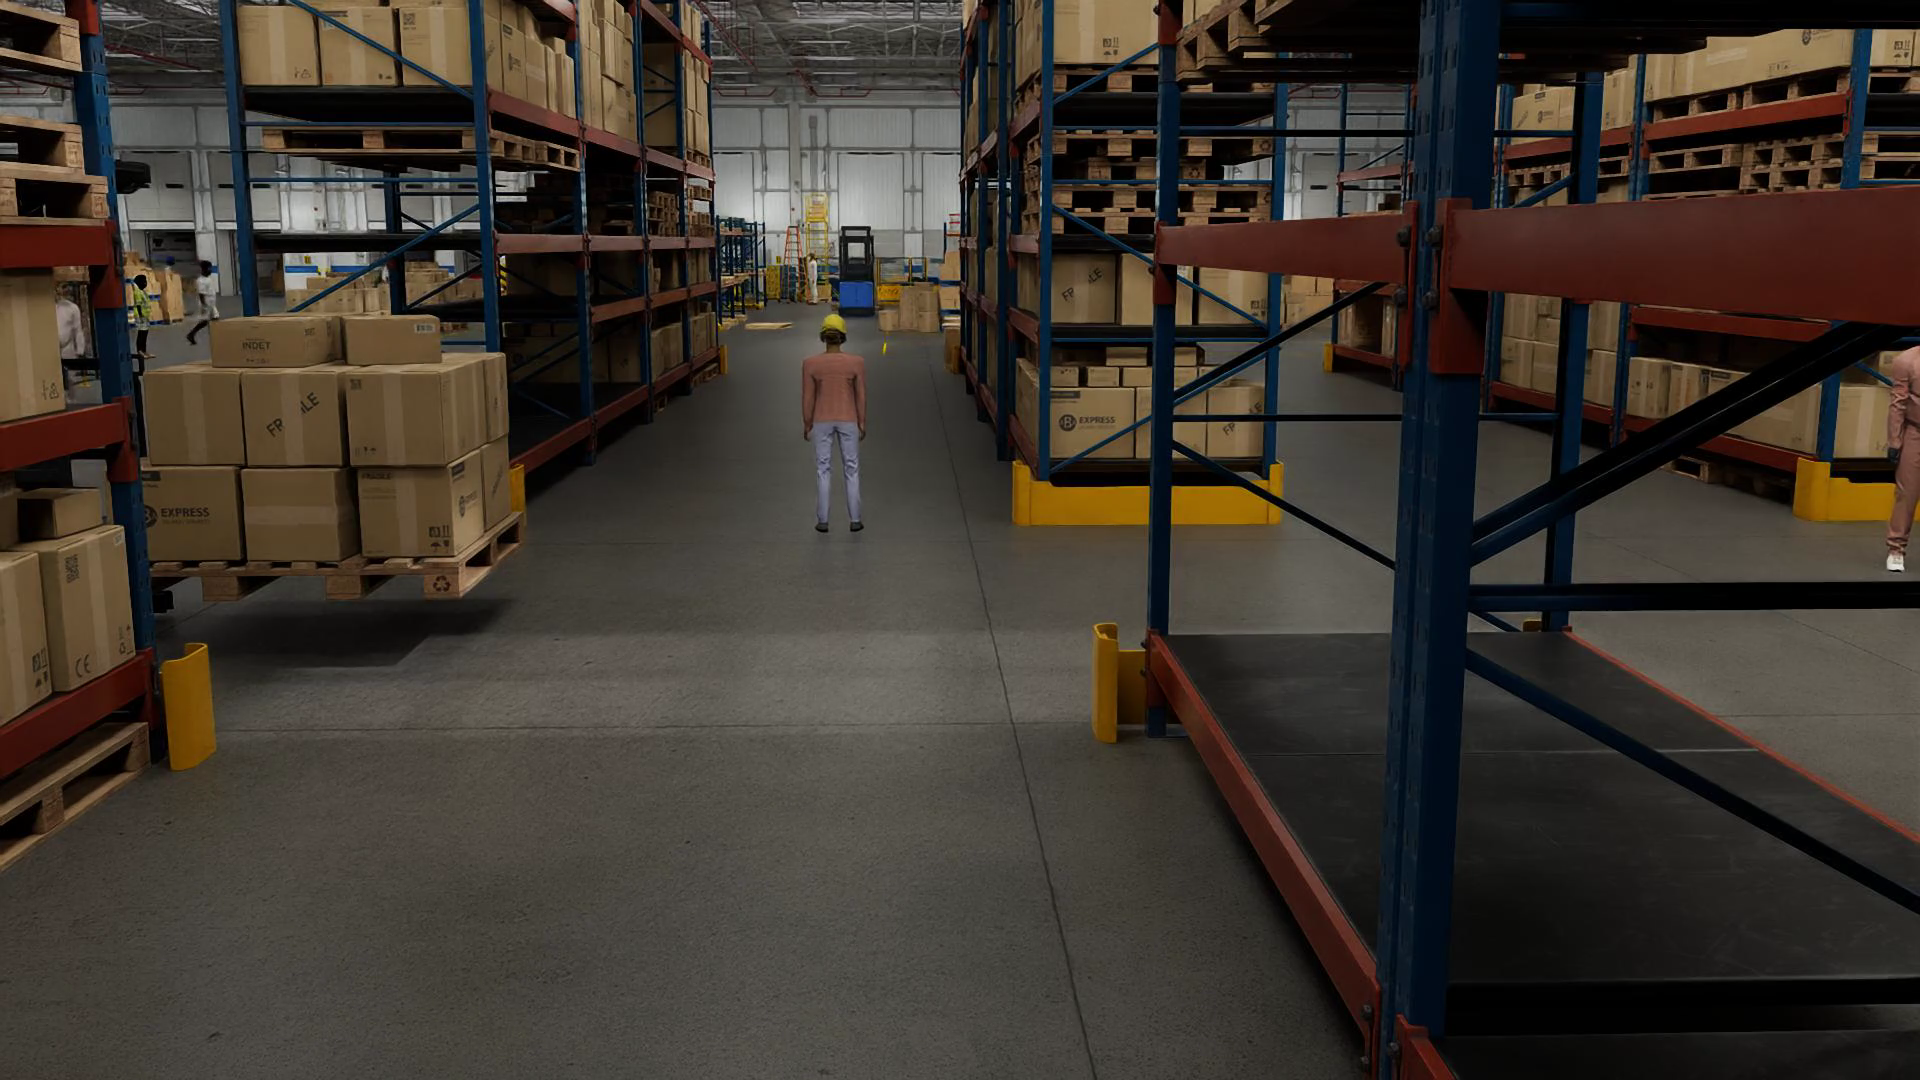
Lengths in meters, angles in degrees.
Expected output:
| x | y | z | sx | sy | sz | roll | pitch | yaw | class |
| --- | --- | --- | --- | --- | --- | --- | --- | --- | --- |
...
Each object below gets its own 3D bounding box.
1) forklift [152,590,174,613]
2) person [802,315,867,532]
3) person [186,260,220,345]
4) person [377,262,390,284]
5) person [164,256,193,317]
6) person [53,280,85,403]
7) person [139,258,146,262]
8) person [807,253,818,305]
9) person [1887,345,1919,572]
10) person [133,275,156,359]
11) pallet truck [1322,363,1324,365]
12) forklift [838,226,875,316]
| x | y | z | sx | sy | sz | roll | pitch | yaw | class |
| --- | --- | --- | --- | --- | --- | --- | --- | --- | --- |
| -5.858 | -0.811 | 9.639 | 1.873 | 2.768 | 1.129 | -1 | 10 | -3 | forklift |
| -1.013 | -0.935 | 13.462 | 0.524 | 1.759 | 0.337 | -1 | 10 | -3 | person |
| -16.853 | -5.266 | 37.089 | 0.794 | 1.941 | 0.605 | 0 | 10 | 1 | person |
| -15.903 | -6.957 | 46.216 | 0.701 | 2.000 | 0.893 | 8 | 13 | 38 | person |
| -24.338 | -7.809 | 51.380 | 0.988 | 1.894 | 0.629 | -7 | 12 | -35 | person |
| -11.954 | -2.527 | 22.022 | 0.652 | 1.879 | 0.737 | -6 | 12 | -28 | person |
| -25.104 | -7.740 | 51.116 | 0.900 | 1.842 | 0.609 | 6 | 12 | 30 | person |
| -5.450 | -9.632 | 61.401 | 0.372 | 1.940 | 0.627 | -3 | 11 | -18 | person |
| 6.897 | -0.693 | 11.733 | 0.641 | 1.899 | 0.398 | 4 | 11 | 22 | person |
| -16.407 | -4.476 | 33.377 | 0.320 | 1.690 | 0.532 | -2 | 10 | -11 | person |
| 7.712 | -4.157 | 30.737 | 1.885 | 1.965 | 0.823 | 3 | 11 | 16 | pallet truck |
| -3.254 | -8.458 | 52.241 | 1.129 | 2.768 | 1.873 | 0 | 10 | -2 | forklift |
